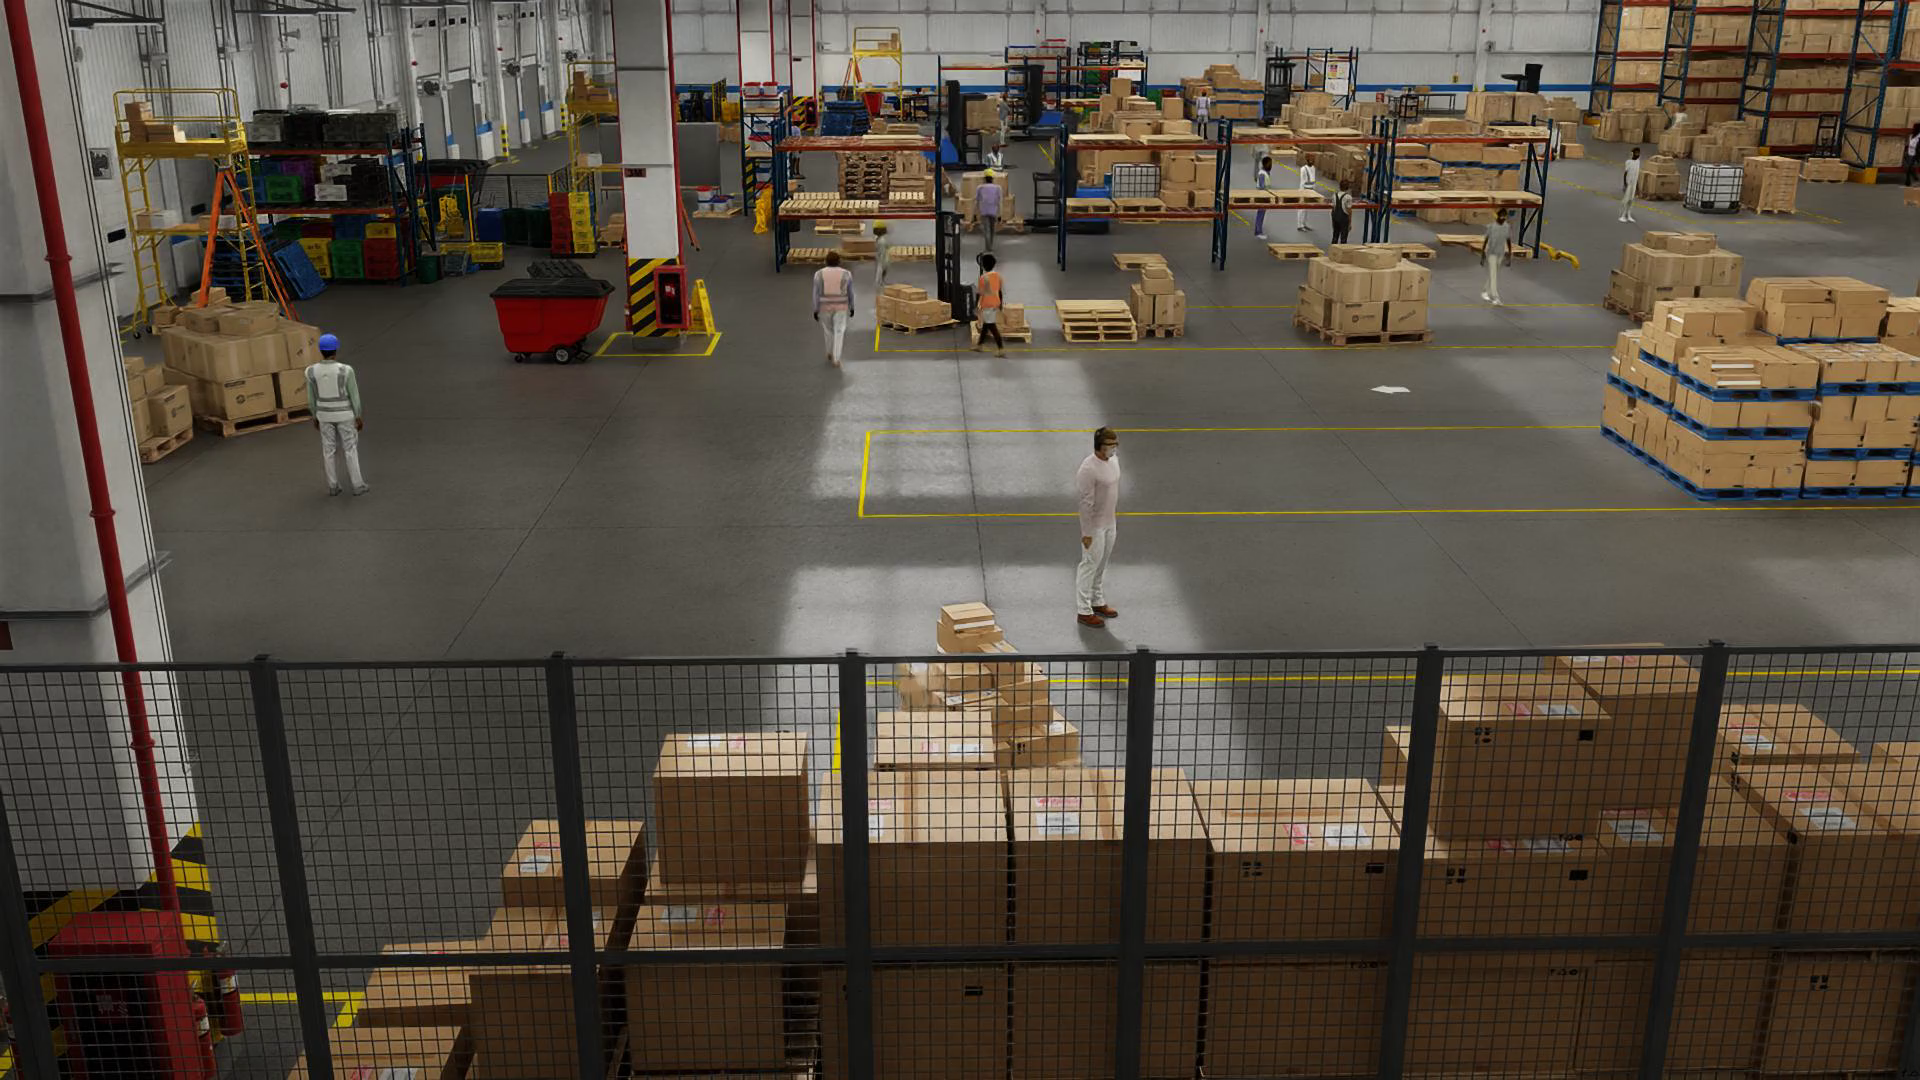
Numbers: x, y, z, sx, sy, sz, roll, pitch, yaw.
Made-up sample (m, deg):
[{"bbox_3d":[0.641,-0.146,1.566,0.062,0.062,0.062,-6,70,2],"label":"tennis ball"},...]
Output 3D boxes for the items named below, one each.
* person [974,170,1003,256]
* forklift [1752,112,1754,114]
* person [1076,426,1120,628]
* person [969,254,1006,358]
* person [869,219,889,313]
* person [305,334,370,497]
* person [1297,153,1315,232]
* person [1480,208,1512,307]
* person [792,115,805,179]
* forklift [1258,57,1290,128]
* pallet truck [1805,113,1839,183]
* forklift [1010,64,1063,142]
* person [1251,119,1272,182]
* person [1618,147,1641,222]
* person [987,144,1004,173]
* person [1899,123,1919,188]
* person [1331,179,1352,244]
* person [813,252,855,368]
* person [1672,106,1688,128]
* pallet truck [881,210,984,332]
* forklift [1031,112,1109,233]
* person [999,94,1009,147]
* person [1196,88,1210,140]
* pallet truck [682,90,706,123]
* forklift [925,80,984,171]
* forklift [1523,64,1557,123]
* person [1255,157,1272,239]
[{"bbox_3d":[0.637,-7.296,37.071,0.601,1.880,0.989,-4,19,-11],"label":"person"},{"bbox_3d":[29.717,-15.958,61.213,1.129,2.768,1.873,-1,19,-1],"label":"forklift"},{"bbox_3d":[1.315,-0.144,15.753,0.350,1.936,0.635,11,21,29],"label":"person"},{"bbox_3d":[0.475,-3.816,27.087,0.865,1.651,0.545,15,24,38],"label":"person"},{"bbox_3d":[-1.376,-5.051,30.646,0.593,1.728,0.488,-4,19,-12],"label":"person"},{"bbox_3d":[-7.367,-1.468,19.659,0.602,1.949,0.391,0,19,1],"label":"person"},{"bbox_3d":[8.461,-8.462,40.512,0.361,1.882,0.575,15,24,37],"label":"person"},{"bbox_3d":[10.158,-5.381,31.496,0.533,1.812,1.000,-2,19,-7],"label":"person"},{"bbox_3d":[-5.026,-12.105,51.231,0.362,1.939,0.543,-11,22,-30],"label":"person"},{"bbox_3d":[13.132,-18.622,69.114,1.129,2.768,1.873,-1,19,-1],"label":"forklift"},{"bbox_3d":[26.403,-11.957,50.702,0.823,1.965,1.885,6,19,16],"label":"pallet truck"},{"bbox_3d":[2.918,-16.563,63.005,1.873,2.768,1.129,-3,19,-7],"label":"forklift"},{"bbox_3d":[9.097,-11.753,50.251,0.638,1.909,0.916,3,19,9],"label":"person"},{"bbox_3d":[17.031,-9.020,42.189,0.534,1.868,0.309,-9,21,-25],"label":"person"},{"bbox_3d":[0.963,-9.986,45.409,0.523,1.639,0.309,-11,21,-29],"label":"person"},{"bbox_3d":[27.995,-11.285,48.864,0.435,1.904,0.590,1,19,4],"label":"person"},{"bbox_3d":[8.186,-6.808,35.664,0.346,1.845,0.505,-16,24,-40],"label":"person"},{"bbox_3d":[-1.997,-3.701,26.524,0.655,1.790,0.945,0,19,0],"label":"person"},{"bbox_3d":[25.585,-14.608,59.128,0.375,1.623,0.542,-15,24,-38],"label":"person"},{"bbox_3d":[-0.493,-4.759,29.349,1.885,1.965,0.823,-13,23,-34],"label":"pallet truck"},{"bbox_3d":[2.679,-8.903,40.282,1.873,2.768,1.129,1,19,2],"label":"forklift"},{"bbox_3d":[1.601,-15.379,60.956,0.368,1.932,0.641,1,19,2],"label":"person"},{"bbox_3d":[9.347,-16.386,63.933,0.545,1.938,0.355,7,20,20],"label":"person"},{"bbox_3d":[-9.671,-15.907,62.421,0.823,1.965,1.885,5,19,15],"label":"pallet truck"},{"bbox_3d":[-0.204,-13.247,53.168,1.873,2.768,1.129,-1,19,-3],"label":"forklift"},{"bbox_3d":[21.841,-16.790,63.680,1.873,2.768,1.129,0,19,-1],"label":"forklift"},{"bbox_3d":[7.178,-8.113,39.422,0.391,1.918,0.590,7,20,20],"label":"person"}]
